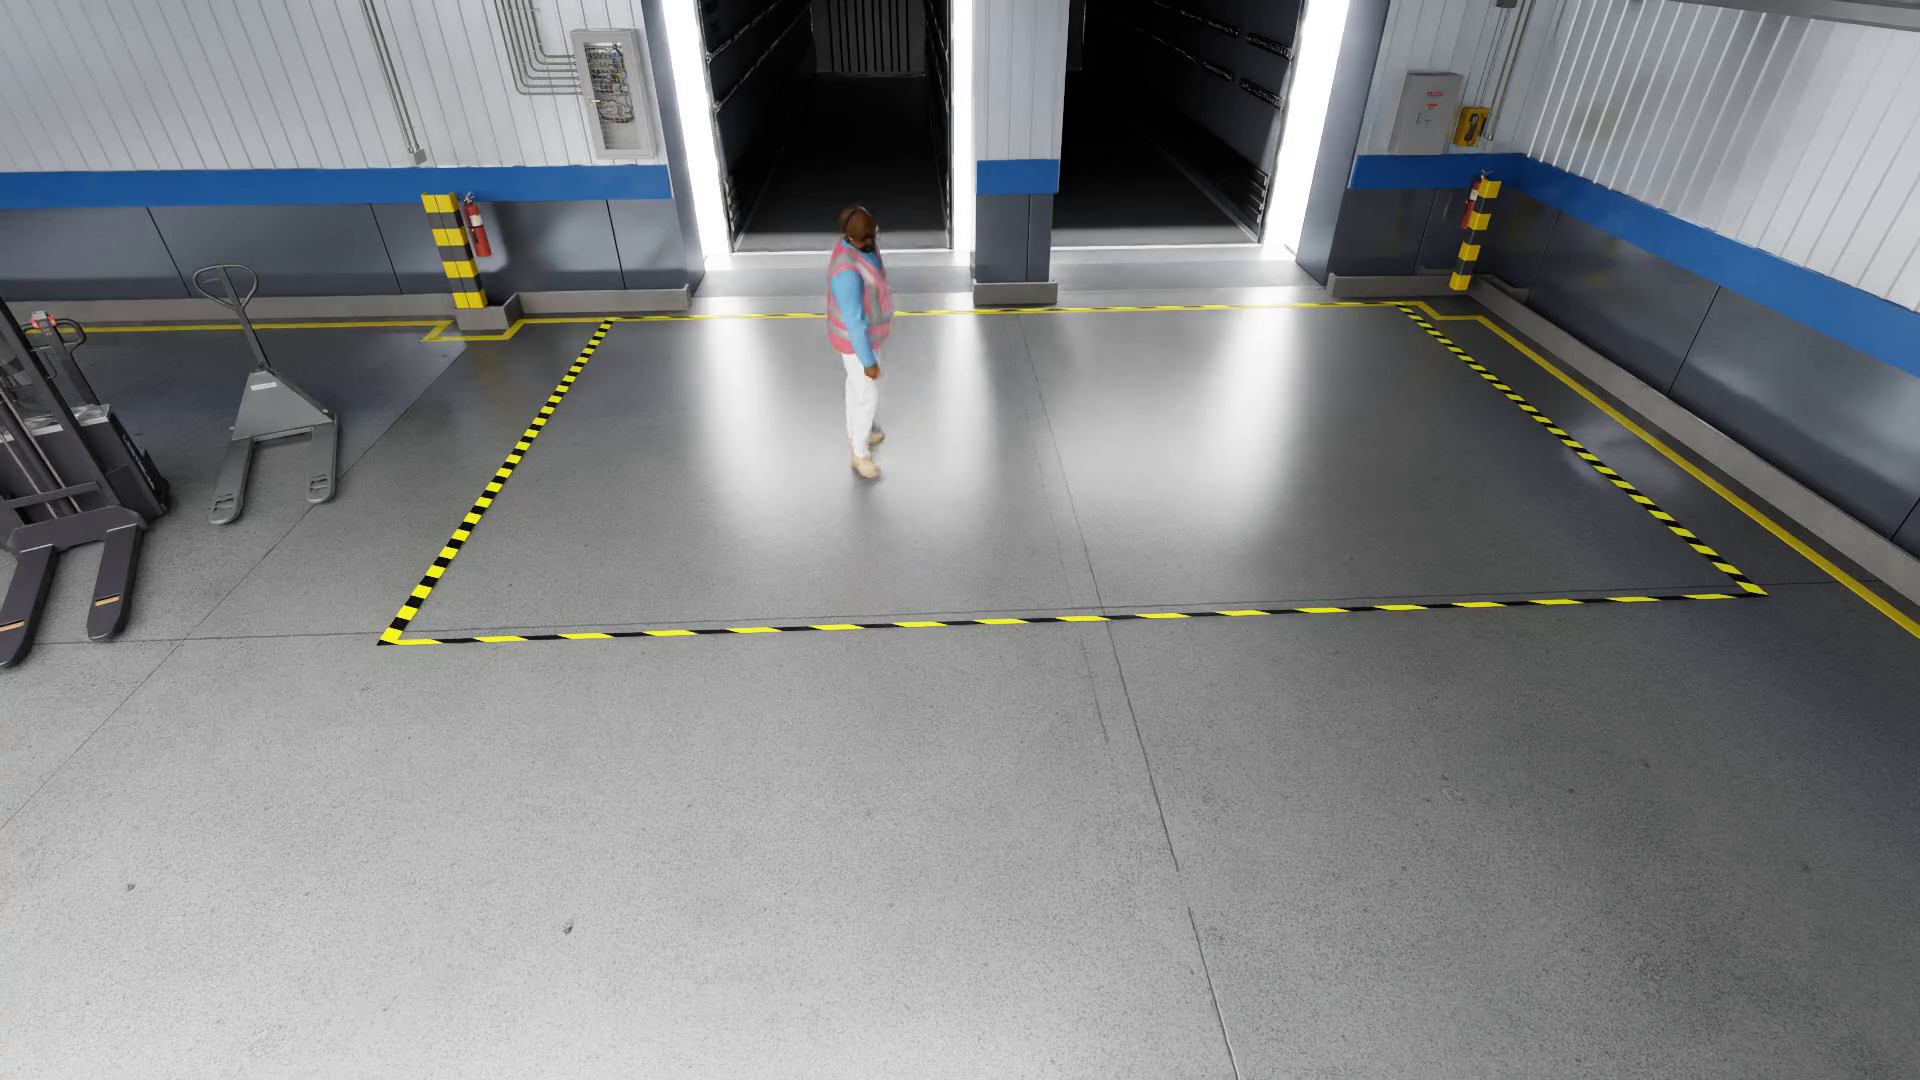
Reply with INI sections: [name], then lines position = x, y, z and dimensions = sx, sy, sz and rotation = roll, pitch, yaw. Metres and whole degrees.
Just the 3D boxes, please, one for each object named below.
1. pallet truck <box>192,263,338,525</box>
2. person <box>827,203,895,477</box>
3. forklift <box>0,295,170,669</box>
[pallet truck]
position = -4.778, -1.027, 6.128
dimensions = 0.680, 1.201, 1.601
rotation = -17, 38, -23
[person]
position = -0.639, -1.308, 6.042
dimensions = 0.435, 1.803, 0.684
rotation = 1, 35, 2
[forklift]
position = -5.212, -0.618, 4.878
dimensions = 0.823, 1.965, 1.885
rotation = -20, 39, -26
